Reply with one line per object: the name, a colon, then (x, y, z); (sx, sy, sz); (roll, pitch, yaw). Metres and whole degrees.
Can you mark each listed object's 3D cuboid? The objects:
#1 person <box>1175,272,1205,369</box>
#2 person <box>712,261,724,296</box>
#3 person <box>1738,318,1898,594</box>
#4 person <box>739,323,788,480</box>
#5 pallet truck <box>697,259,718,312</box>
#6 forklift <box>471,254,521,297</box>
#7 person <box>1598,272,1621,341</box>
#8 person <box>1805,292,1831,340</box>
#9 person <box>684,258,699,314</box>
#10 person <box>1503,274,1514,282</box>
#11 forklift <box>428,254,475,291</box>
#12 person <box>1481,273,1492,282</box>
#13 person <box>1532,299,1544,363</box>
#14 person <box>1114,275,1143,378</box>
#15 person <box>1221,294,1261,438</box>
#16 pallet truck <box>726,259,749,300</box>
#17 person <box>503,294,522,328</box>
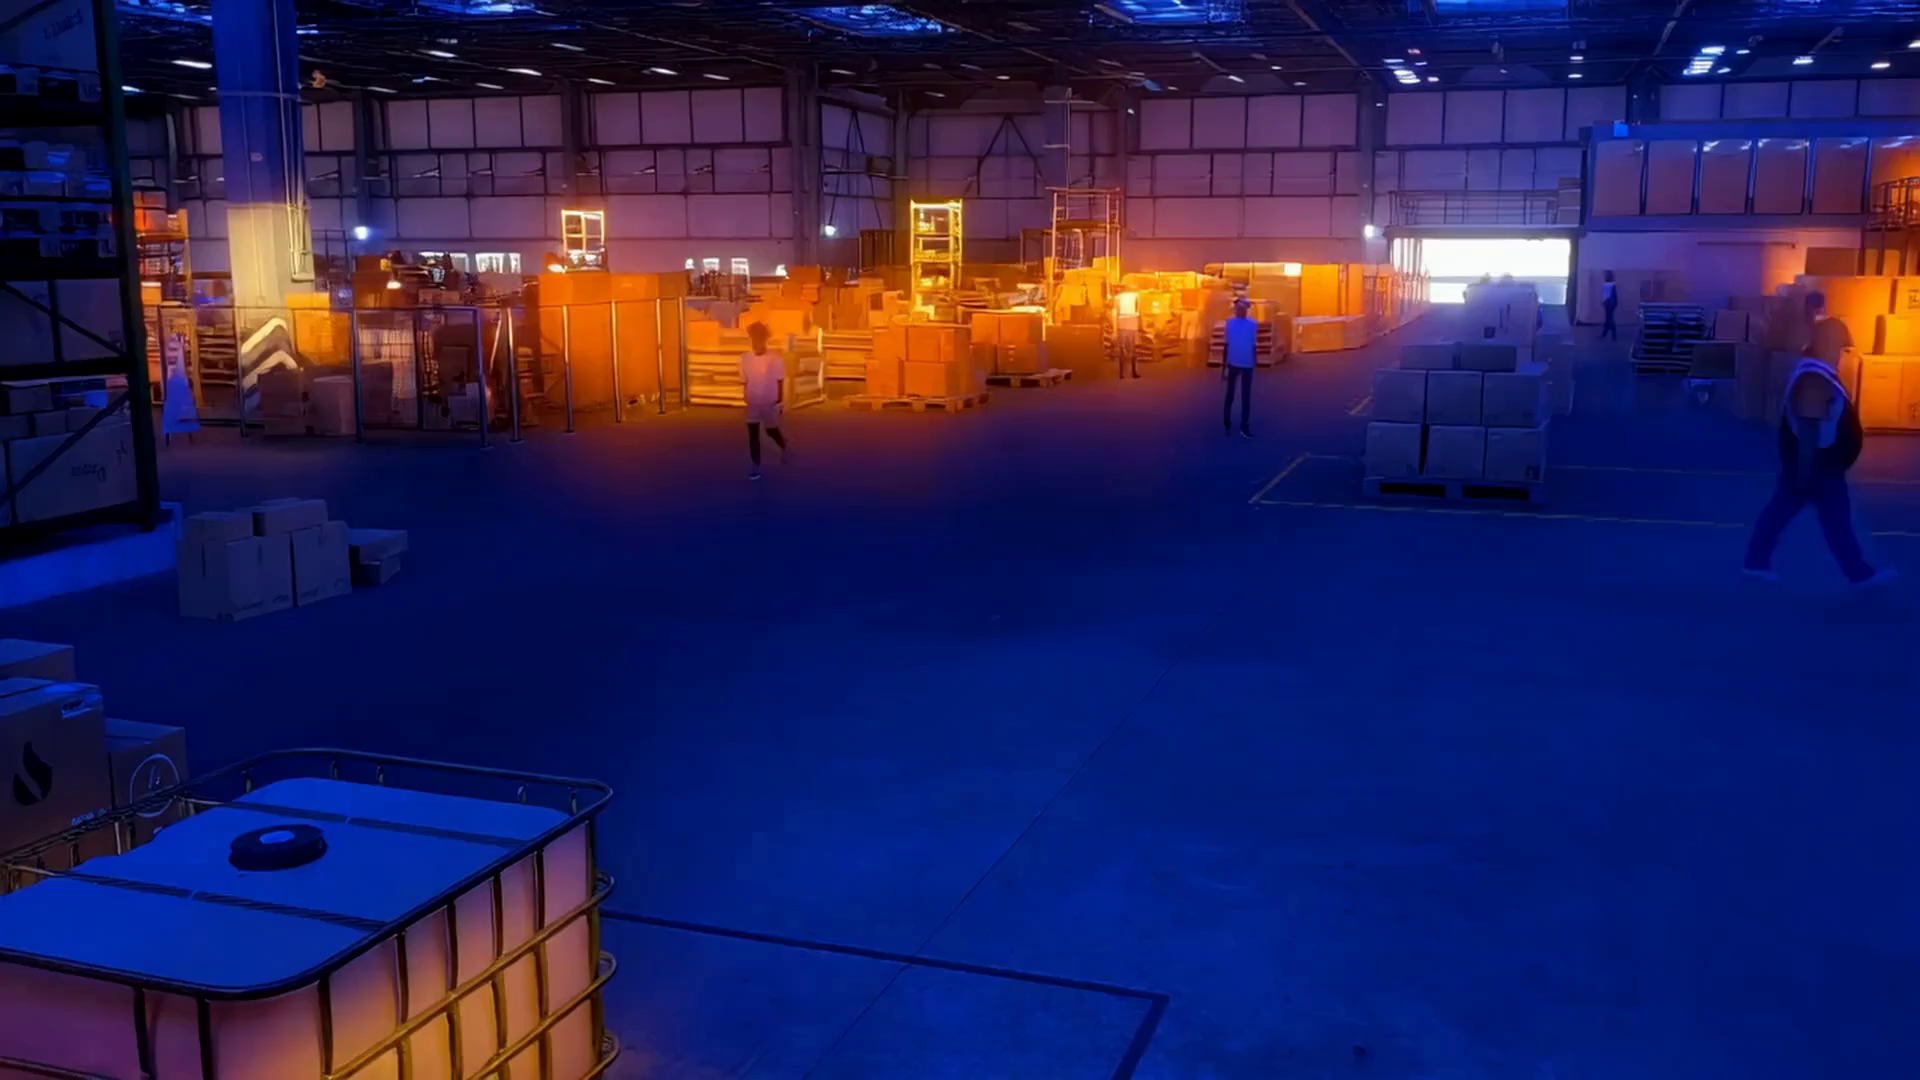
person: (4.656, -4.445, 33.683); (0.611, 1.964, 0.361); (-2, 10, -12)
person: (-8.789, -9.159, 60.394); (0.401, 1.906, 0.651); (1, 10, 5)
person: (6.248, -0.642, 12.051); (1.023, 2.000, 0.682); (3, 11, 18)
person: (-2.089, -1.503, 17.881); (0.530, 1.672, 0.610); (3, 10, 14)
pallet truck: (-9.165, -9.627, 62.776); (0.823, 1.965, 1.885); (4, 11, 23)
forklift: (-17.990, -10.121, 64.684); (1.157, 1.987, 2.680); (3, 11, 17)
person: (17.131, -6.147, 43.779); (0.518, 1.798, 0.989); (-2, 10, -11)
person: (11.492, -2.341, 22.059); (0.608, 1.892, 0.606); (6, 12, 32)
person: (-9.343, -8.736, 57.668); (0.400, 2.034, 0.600); (8, 13, 39)
person: (11.990, -4.903, 36.517); (0.514, 1.877, 0.328); (-1, 10, -4)
forklift: (-20.133, -10.254, 65.465); (1.157, 1.987, 2.680); (3, 11, 19)
person: (11.109, -4.674, 35.148); (0.546, 1.911, 0.833); (1, 10, 5)
person: (11.081, -4.107, 32.385); (0.547, 1.745, 0.528); (5, 11, 24)
person: (3.179, -4.004, 31.275); (0.551, 1.936, 0.356); (3, 11, 19)
person: (3.651, -2.250, 21.596); (0.534, 1.868, 0.309); (-1, 10, -8)
pallet truck: (-7.986, -9.493, 62.019); (0.823, 1.965, 1.885); (3, 11, 17)
person: (-8.148, -3.616, 29.997); (0.752, 1.603, 0.534); (3, 11, 18)
